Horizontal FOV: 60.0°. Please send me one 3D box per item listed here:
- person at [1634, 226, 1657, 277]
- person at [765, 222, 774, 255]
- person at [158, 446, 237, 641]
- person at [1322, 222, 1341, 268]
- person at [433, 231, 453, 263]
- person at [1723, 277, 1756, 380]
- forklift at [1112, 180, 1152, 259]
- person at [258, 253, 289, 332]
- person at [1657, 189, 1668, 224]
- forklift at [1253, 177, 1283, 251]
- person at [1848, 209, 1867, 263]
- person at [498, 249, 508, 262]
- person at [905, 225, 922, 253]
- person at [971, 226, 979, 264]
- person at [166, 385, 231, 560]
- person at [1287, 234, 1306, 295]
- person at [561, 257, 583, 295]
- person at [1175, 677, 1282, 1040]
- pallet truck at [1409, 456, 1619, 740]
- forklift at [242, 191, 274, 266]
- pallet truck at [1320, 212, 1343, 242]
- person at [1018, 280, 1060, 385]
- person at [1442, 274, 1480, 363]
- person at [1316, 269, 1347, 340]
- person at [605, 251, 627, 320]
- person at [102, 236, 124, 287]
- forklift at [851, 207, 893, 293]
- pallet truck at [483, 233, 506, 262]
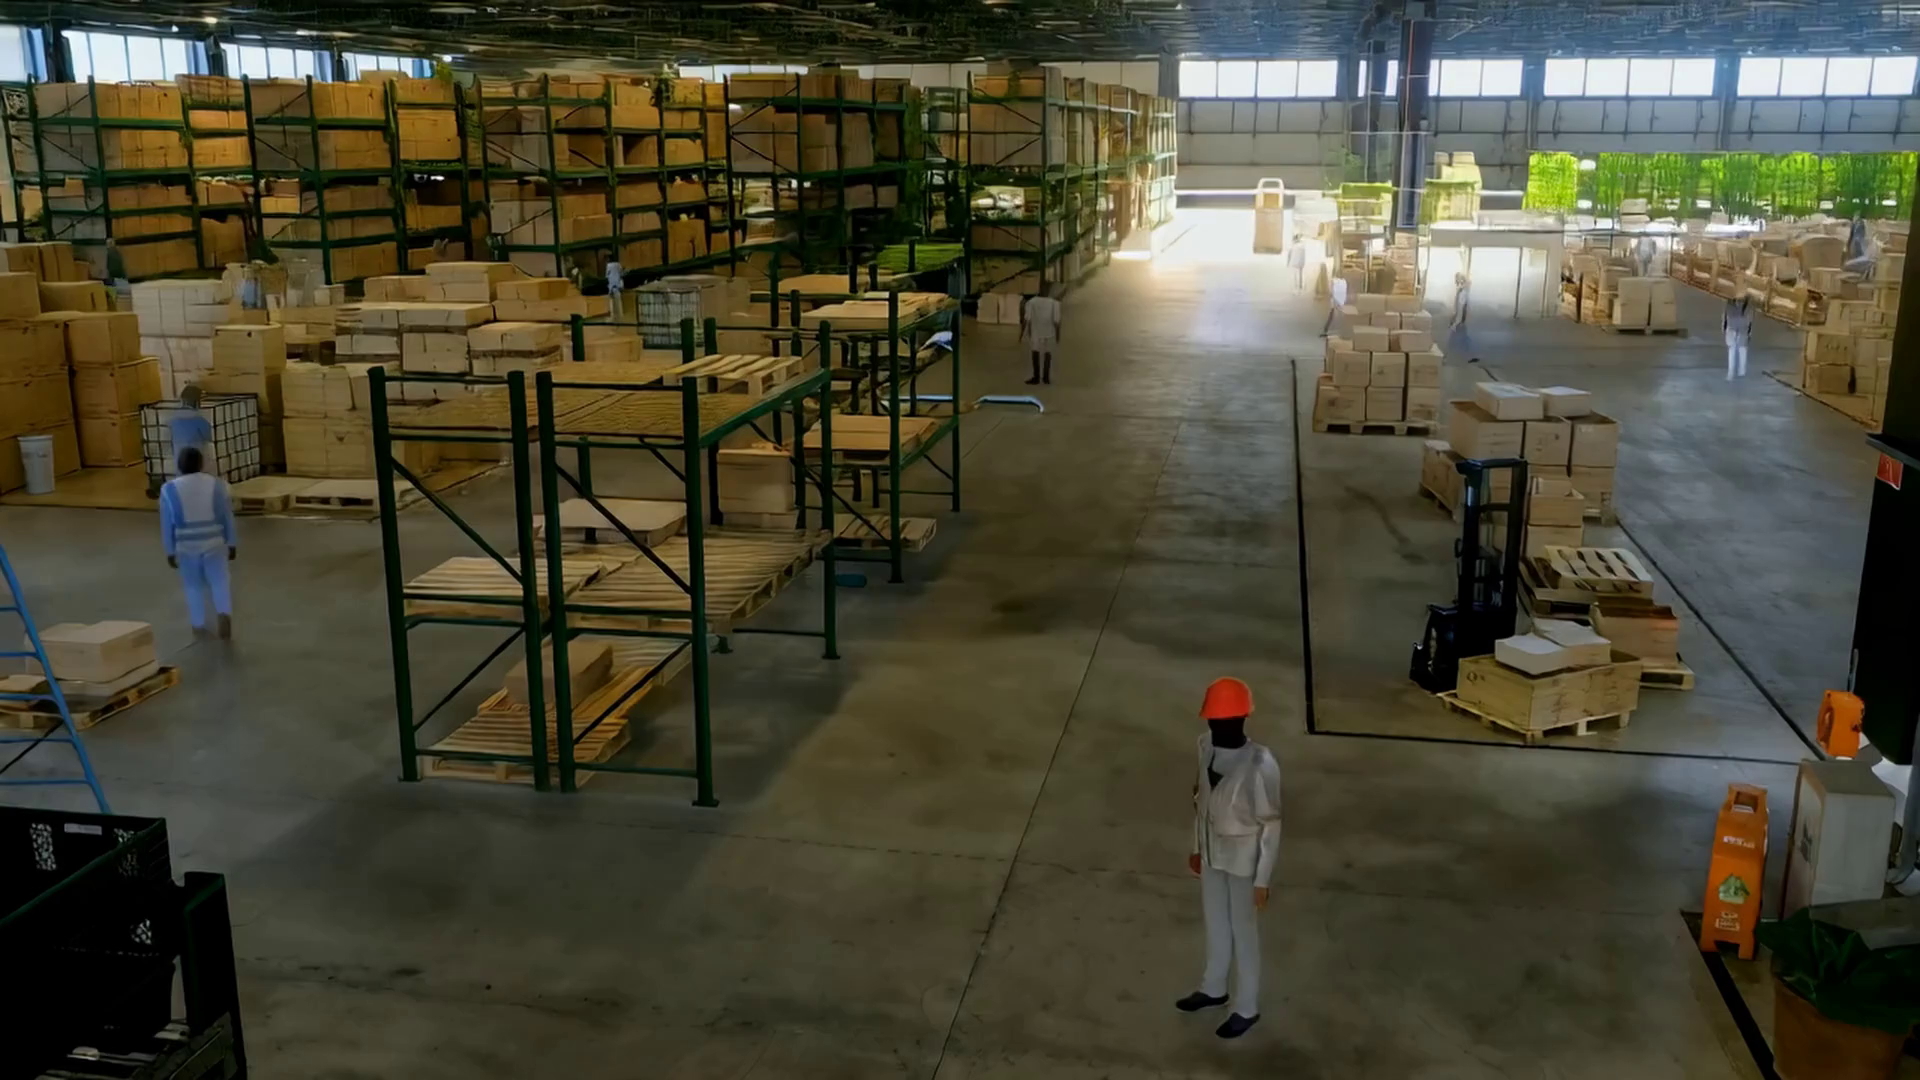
[{"bbox_3d":[20.533,-8.490,49.845,0.612,1.821,0.475,3,14,13],"label":"person"},{"bbox_3d":[-7.131,-11.640,63.050,0.494,1.624,0.283,-5,15,-19],"label":"person"},{"bbox_3d":[-6.936,0.049,15.202,0.632,1.822,0.759,-8,16,-31],"label":"person"},{"bbox_3d":[12.757,-10.030,56.590,0.868,1.593,0.513,4,14,17],"label":"person"},{"bbox_3d":[-15.017,-8.109,48.408,0.640,1.777,1.056,3,14,10],"label":"person"},{"bbox_3d":[14.664,-3.982,31.325,0.555,1.927,0.523,9,16,32],"label":"person"},{"bbox_3d":[6.082,-11.722,60.796,1.873,2.768,1.129,2,14,9],"label":"forklift"},{"bbox_3d":[-15.425,-5.484,37.437,0.633,1.933,0.368,-13,19,-41],"label":"person"},{"bbox_3d":[34.358,-16.193,81.153,0.566,1.815,0.597,3,14,13],"label":"person"},{"bbox_3d":[12.083,-12.747,64.956,1.129,2.768,1.873,3,14,10],"label":"forklift"},{"bbox_3d":[31.816,-10.779,59.014,0.434,1.883,0.661,-4,14,-15],"label":"person"},{"bbox_3d":[-10.884,-5.997,39.634,0.992,1.878,0.591,0,14,0],"label":"person"},{"bbox_3d":[-1.466,-9.144,52.787,0.557,1.673,0.643,1,14,5],"label":"person"},{"bbox_3d":[0.495,-10.491,57.522,0.371,2.044,0.607,-5,15,-20],"label":"person"},{"bbox_3d":[-8.284,-0.707,18.027,0.627,1.934,0.374,8,16,31],"label":"person"},{"bbox_3d":[9.639,-7.894,47.643,0.538,1.709,0.925,5,15,19],"label":"person"},{"bbox_3d":[-9.384,-6.030,40.256,0.523,1.630,0.324,0,14,1],"label":"person"},{"bbox_3d":[1.377,1.625,8.570,0.384,1.924,0.593,-8,16,-31],"label":"person"},{"bbox_3d":[4.504,0.400,13.395,0.823,1.965,1.885,-6,15,-23],"label":"pallet truck"},{"bbox_3d":[-21.206,-9.221,50.642,1.129,2.768,1.873,-8,16,-29],"label":"forklift"},{"bbox_3d":[15.874,-13.227,70.310,0.680,1.201,1.601,10,17,35],"label":"pallet truck"},{"bbox_3d":[1.465,-3.804,30.595,0.763,1.944,0.410,-2,14,-7],"label":"person"},{"bbox_3d":[10.043,-4.441,33.437,0.997,1.816,0.534,4,14,15],"label":"person"},{"bbox_3d":[8.496,-5.268,37.245,0.875,1.588,0.533,-3,14,-11],"label":"person"},{"bbox_3d":[-8.531,-6.317,41.291,0.529,1.694,0.321,-2,14,-7],"label":"person"},{"bbox_3d":[-21.596,-6.761,42.511,0.444,1.982,0.633,0,14,-1],"label":"person"},{"bbox_3d":[-2.125,-6.610,40.039,1.129,2.768,1.873,3,14,10],"label":"forklift"},{"bbox_3d":[-11.832,-7.026,43.548,1.885,1.965,0.823,8,16,28],"label":"pallet truck"}]
